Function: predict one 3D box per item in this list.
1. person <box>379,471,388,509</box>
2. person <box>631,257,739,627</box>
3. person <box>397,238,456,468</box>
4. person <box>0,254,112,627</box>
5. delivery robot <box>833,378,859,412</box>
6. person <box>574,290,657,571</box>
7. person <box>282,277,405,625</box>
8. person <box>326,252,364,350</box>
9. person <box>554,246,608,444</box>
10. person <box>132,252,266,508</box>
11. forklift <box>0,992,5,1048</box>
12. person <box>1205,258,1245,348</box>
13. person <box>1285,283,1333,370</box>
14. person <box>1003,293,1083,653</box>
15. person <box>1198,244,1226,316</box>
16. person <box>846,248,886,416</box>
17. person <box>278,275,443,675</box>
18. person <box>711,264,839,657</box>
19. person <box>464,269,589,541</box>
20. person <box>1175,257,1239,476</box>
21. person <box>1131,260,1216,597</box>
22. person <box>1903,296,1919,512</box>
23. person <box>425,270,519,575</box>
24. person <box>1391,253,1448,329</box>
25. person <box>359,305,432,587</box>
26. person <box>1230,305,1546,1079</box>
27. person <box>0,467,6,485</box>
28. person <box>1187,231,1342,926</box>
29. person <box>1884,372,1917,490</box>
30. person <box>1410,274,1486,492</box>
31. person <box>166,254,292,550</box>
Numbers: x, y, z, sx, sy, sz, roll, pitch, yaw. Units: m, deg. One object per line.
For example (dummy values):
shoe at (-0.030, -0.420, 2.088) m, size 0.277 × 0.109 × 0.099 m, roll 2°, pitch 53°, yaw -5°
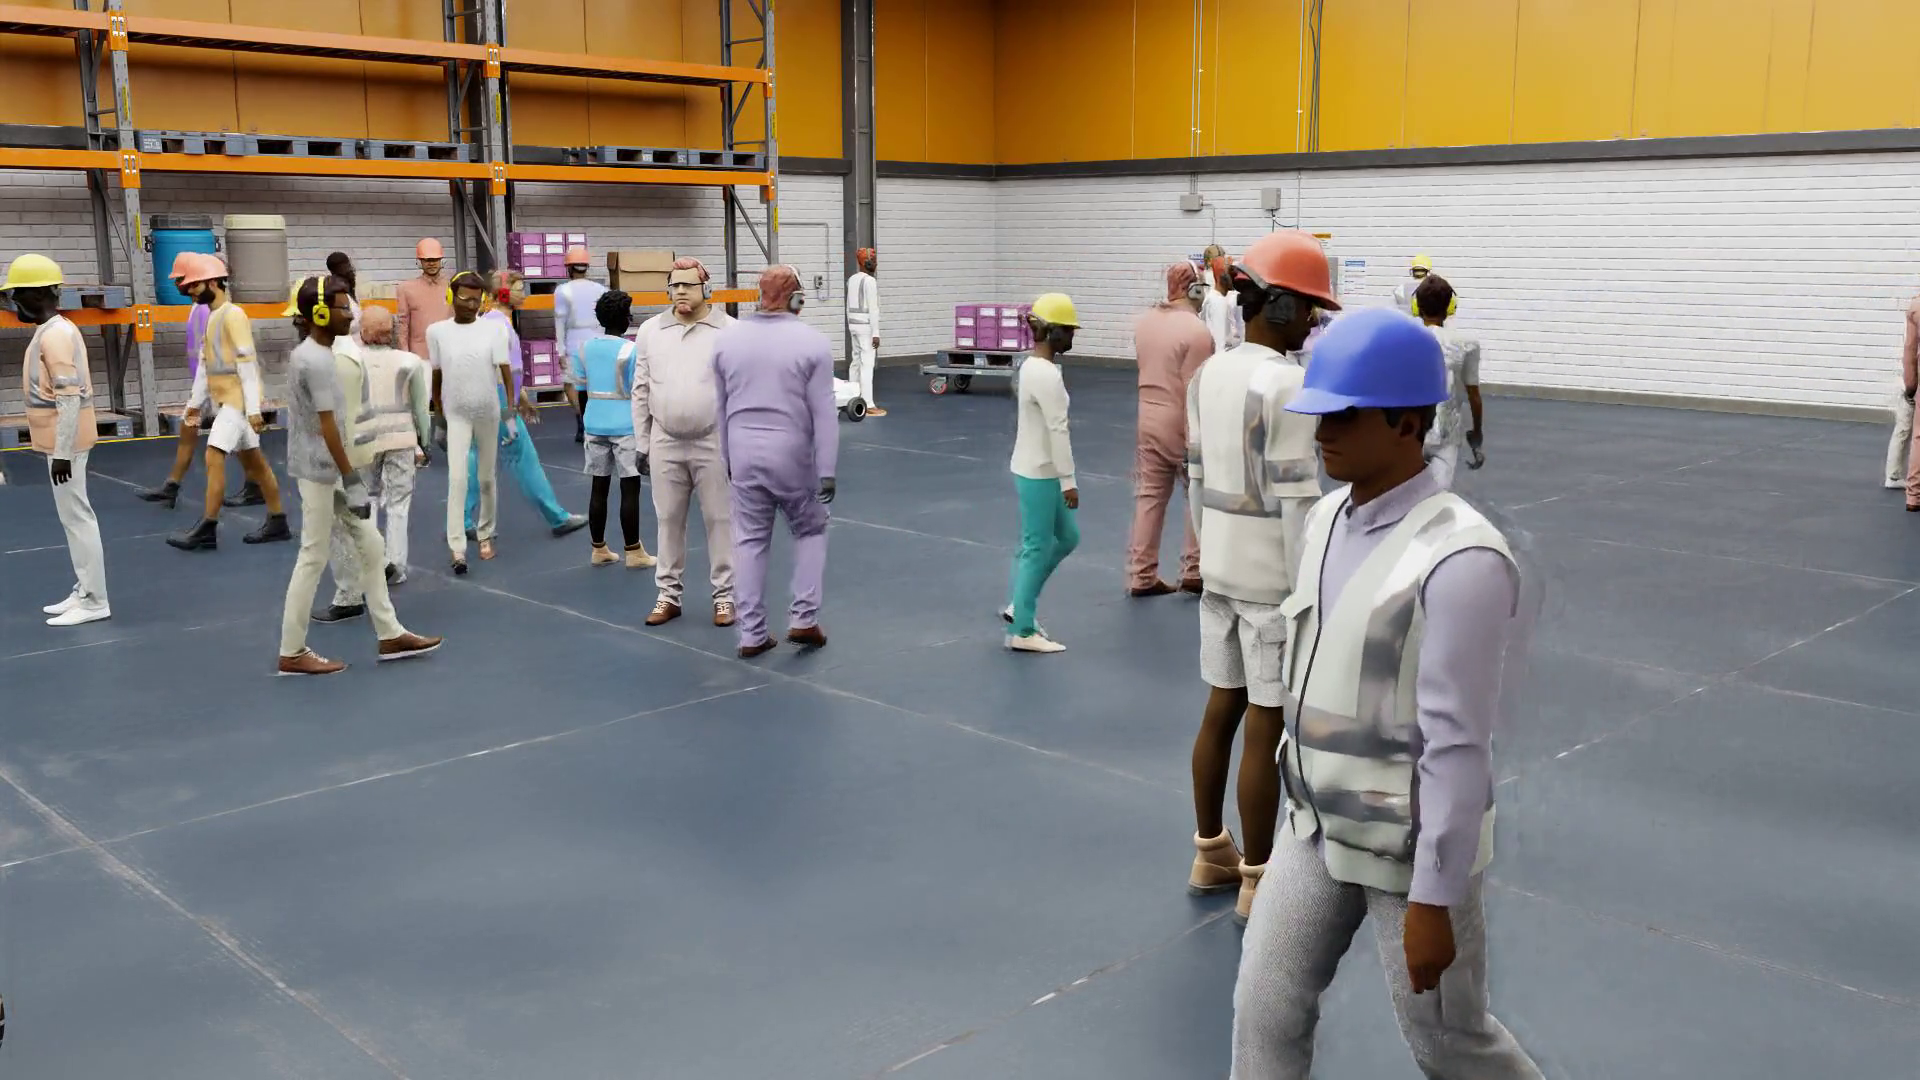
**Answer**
person at (-4.412, -0.955, 11.886) m, size 0.560 × 1.622 × 0.520 m, roll -7°, pitch 13°, yaw -34°
person at (-1.391, -0.498, 8.628) m, size 0.643 × 1.909 × 0.410 m, roll 1°, pitch 10°, yaw 5°
person at (-4.596, -1.629, 14.553) m, size 0.608 × 1.995 × 0.377 m, roll -5°, pitch 12°, yaw -27°
person at (-4.700, -0.513, 8.653) m, size 0.384 × 1.924 × 0.593 m, roll -6°, pitch 12°, yaw -28°
delivery robot at (-1.430, -1.589, 18.006) m, size 0.477 × 0.478 × 0.707 m, roll 10°, pitch 14°, yaw 43°
person at (-2.082, -0.660, 10.084) m, size 0.540 × 1.695 × 0.317 m, roll 5°, pitch 12°, yaw 27°
person at (-3.216, -0.446, 8.602) m, size 0.469 × 1.809 × 0.604 m, roll -6°, pitch 12°, yaw -28°
person at (-5.378, -1.567, 14.565) m, size 0.428 × 1.880 × 0.707 m, roll -2°, pitch 11°, yaw -8°
person at (-3.614, -1.847, 15.958) m, size 0.550 × 1.919 × 0.497 m, roll -7°, pitch 12°, yaw -32°
person at (-5.631, -1.148, 12.211) m, size 0.959 × 1.888 × 0.567 m, roll -7°, pitch 13°, yaw -34°
forklift at (-3.245, 0.323, 3.363) m, size 2.313 × 2.155 × 1.214 m, roll 2°, pitch 11°, yaw 13°
person at (2.446, -1.718, 15.533) m, size 0.773 × 1.823 × 0.623 m, roll -5°, pitch 11°, yaw -24°
person at (3.129, -1.786, 15.377) m, size 0.645 × 2.012 × 0.696 m, roll 3°, pitch 11°, yaw 17°
person at (0.415, -0.310, 8.038) m, size 0.397 × 1.750 × 0.534 m, roll 0°, pitch 10°, yaw -2°
person at (2.452, -1.919, 16.296) m, size 0.629 × 1.936 × 0.372 m, roll 6°, pitch 12°, yaw 30°
person at (-1.071, -2.331, 18.684) m, size 0.346 × 1.882 × 0.578 m, roll -6°, pitch 12°, yaw -30°
person at (-2.803, -0.289, 7.685) m, size 0.857 × 1.838 × 0.525 m, roll -3°, pitch 11°, yaw -18°
person at (-0.871, -0.379, 8.045) m, size 0.682 × 1.885 × 0.559 m, roll 3°, pitch 11°, yaw 16°
person at (-2.953, -0.881, 11.014) m, size 0.972 × 1.794 × 0.573 m, roll -4°, pitch 11°, yaw -22°
person at (2.031, -1.436, 13.915) m, size 0.882 × 1.858 × 0.592 m, roll 1°, pitch 10°, yaw 8°
person at (1.264, -0.607, 9.284) m, size 0.675 × 1.883 × 0.665 m, roll -6°, pitch 12°, yaw -31°
person at (7.191, -1.127, 12.052) m, size 0.409 × 1.908 × 0.652 m, roll -8°, pitch 13°, yaw -36°
person at (-2.958, -0.721, 10.101) m, size 0.494 × 1.813 × 0.944 m, roll -4°, pitch 11°, yaw -18°
person at (4.883, -2.127, 17.717) m, size 0.600 × 1.827 × 0.404 m, roll 5°, pitch 12°, yaw 25°
person at (-3.312, -0.534, 9.575) m, size 0.529 × 1.622 × 0.370 m, roll -2°, pitch 11°, yaw -10°
person at (0.833, 0.520, 3.084) m, size 0.962 × 1.911 × 0.619 m, roll -3°, pitch 11°, yaw -17°
person at (-8.203, -1.292, 13.269) m, size 0.955 × 1.794 × 0.527 m, roll -5°, pitch 11°, yaw -24°
person at (0.906, 0.118, 4.923) m, size 0.392 × 2.033 × 0.605 m, roll -4°, pitch 11°, yaw -20°
person at (7.726, -1.181, 13.128) m, size 0.744 × 1.606 × 0.546 m, roll 0°, pitch 10°, yaw 0°
person at (2.565, -0.528, 9.055) m, size 0.521 × 1.823 × 0.995 m, roll 5°, pitch 12°, yaw 27°
person at (-4.814, -0.883, 10.743) m, size 0.900 × 1.892 × 0.550 m, roll -6°, pitch 12°, yaw -32°
